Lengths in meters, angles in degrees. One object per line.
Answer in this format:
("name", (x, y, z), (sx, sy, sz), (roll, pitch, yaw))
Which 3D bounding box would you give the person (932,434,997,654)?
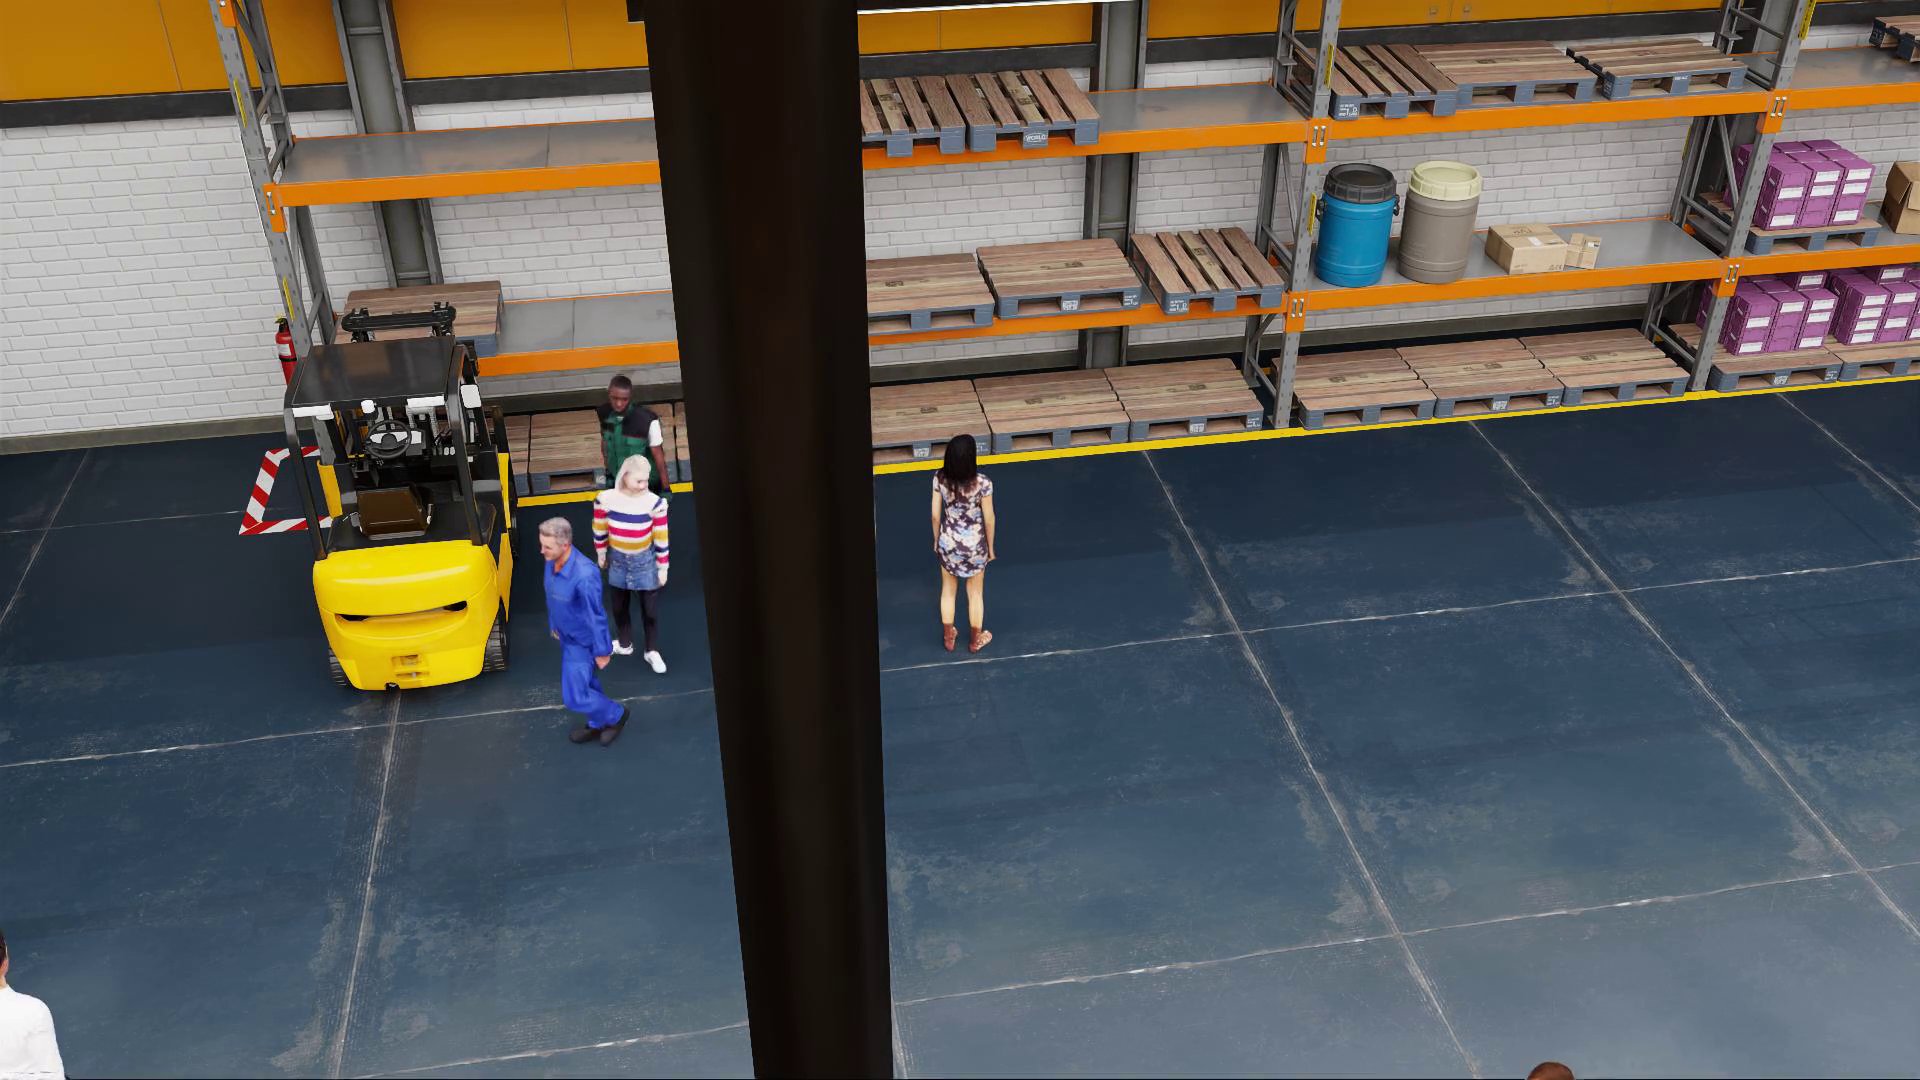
("person", (0.016, 0.031, 11.607), (0.598, 1.733, 0.722), (9, 35, 13))

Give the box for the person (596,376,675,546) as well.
("person", (-2.348, -0.447, 12.249), (0.934, 1.818, 1.003), (24, 40, 31))

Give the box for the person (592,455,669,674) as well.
("person", (-2.264, 0.146, 11.393), (0.650, 1.779, 0.942), (10, 35, 14))

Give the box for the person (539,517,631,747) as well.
("person", (-2.363, 0.586, 10.701), (0.892, 1.810, 0.893), (-22, 39, -29))
